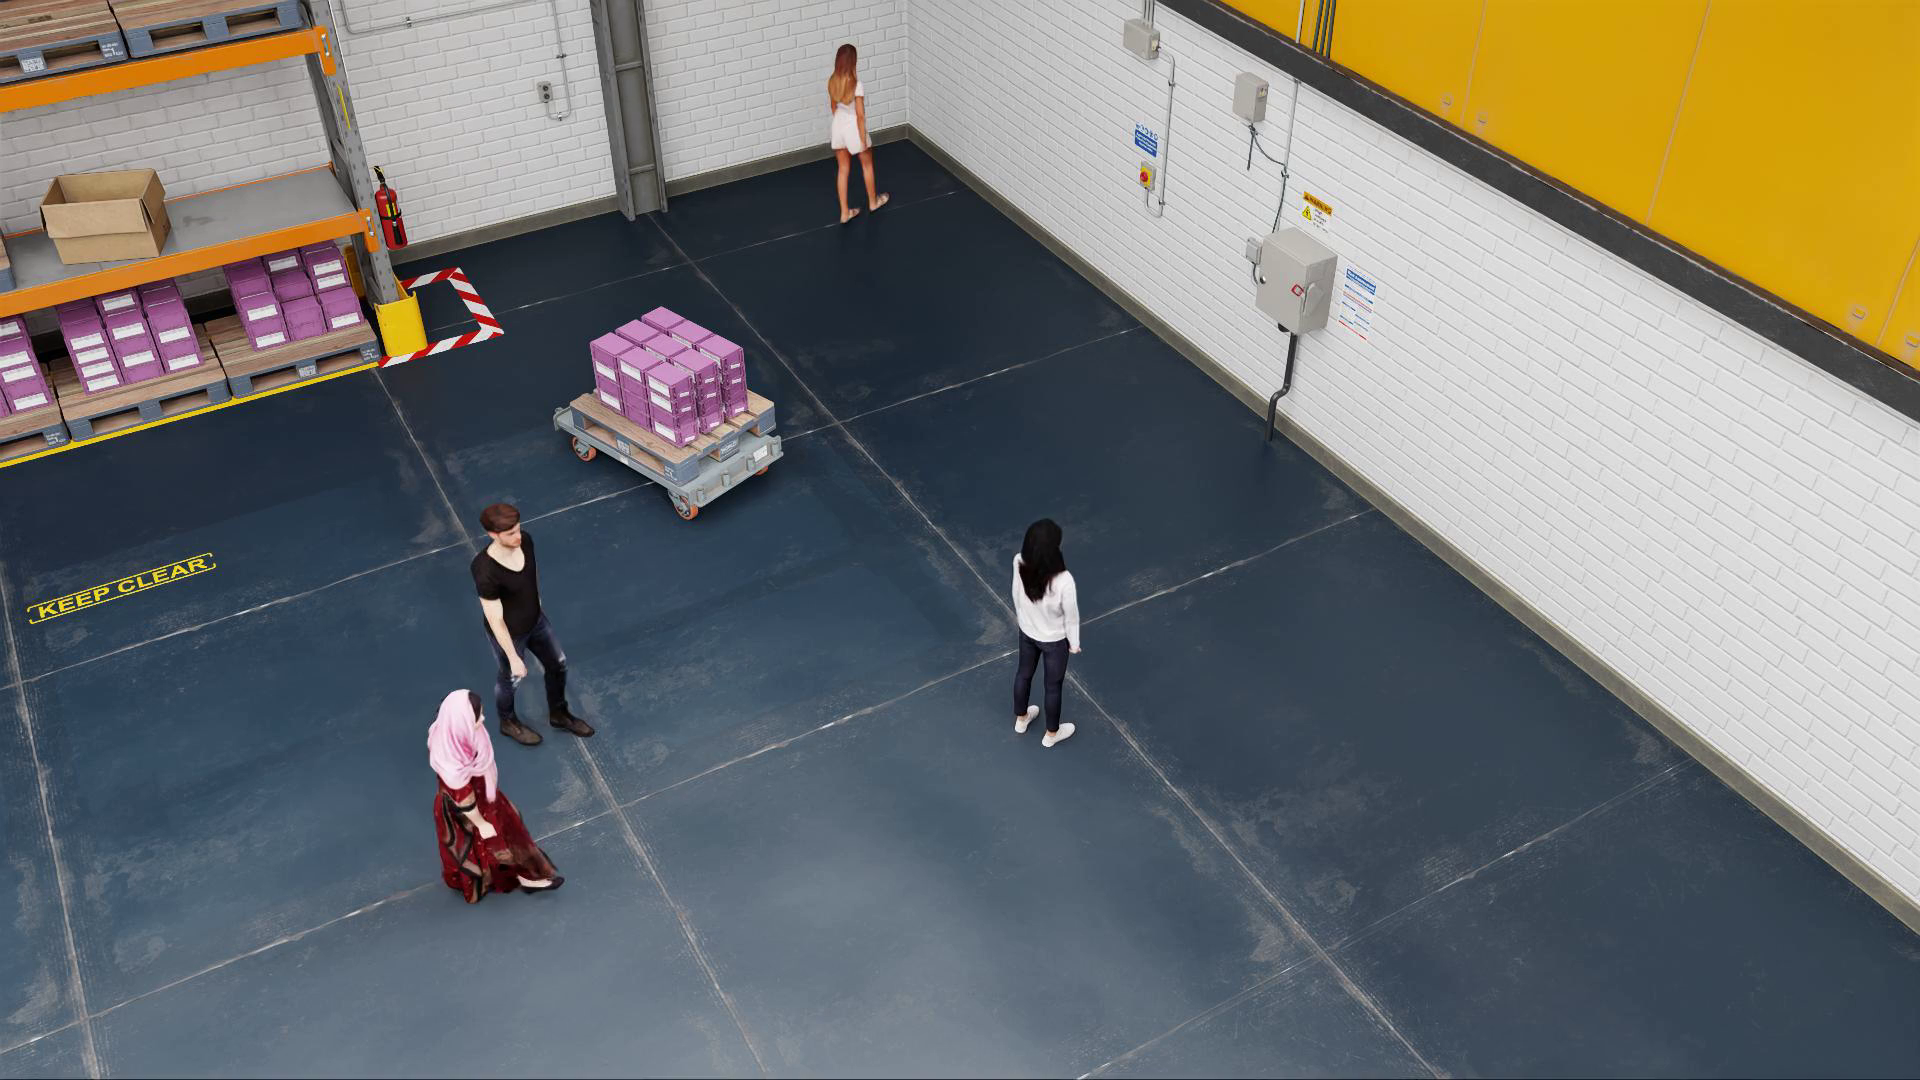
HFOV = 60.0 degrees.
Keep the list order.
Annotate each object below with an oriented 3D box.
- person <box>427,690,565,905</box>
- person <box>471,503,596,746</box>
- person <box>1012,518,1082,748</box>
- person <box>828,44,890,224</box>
[{"bbox_3d":[-2.752,1.425,9.027,1.034,1.585,0.913,1,39,1],"label":"person"},{"bbox_3d":[-2.742,0.492,9.967,1.030,1.870,0.972,16,41,19],"label":"person"},{"bbox_3d":[0.500,0.549,10.033,0.693,1.698,0.685,25,45,28],"label":"person"},{"bbox_3d":[-1.070,-3.728,15.402,0.804,1.682,0.936,24,44,27],"label":"person"}]
